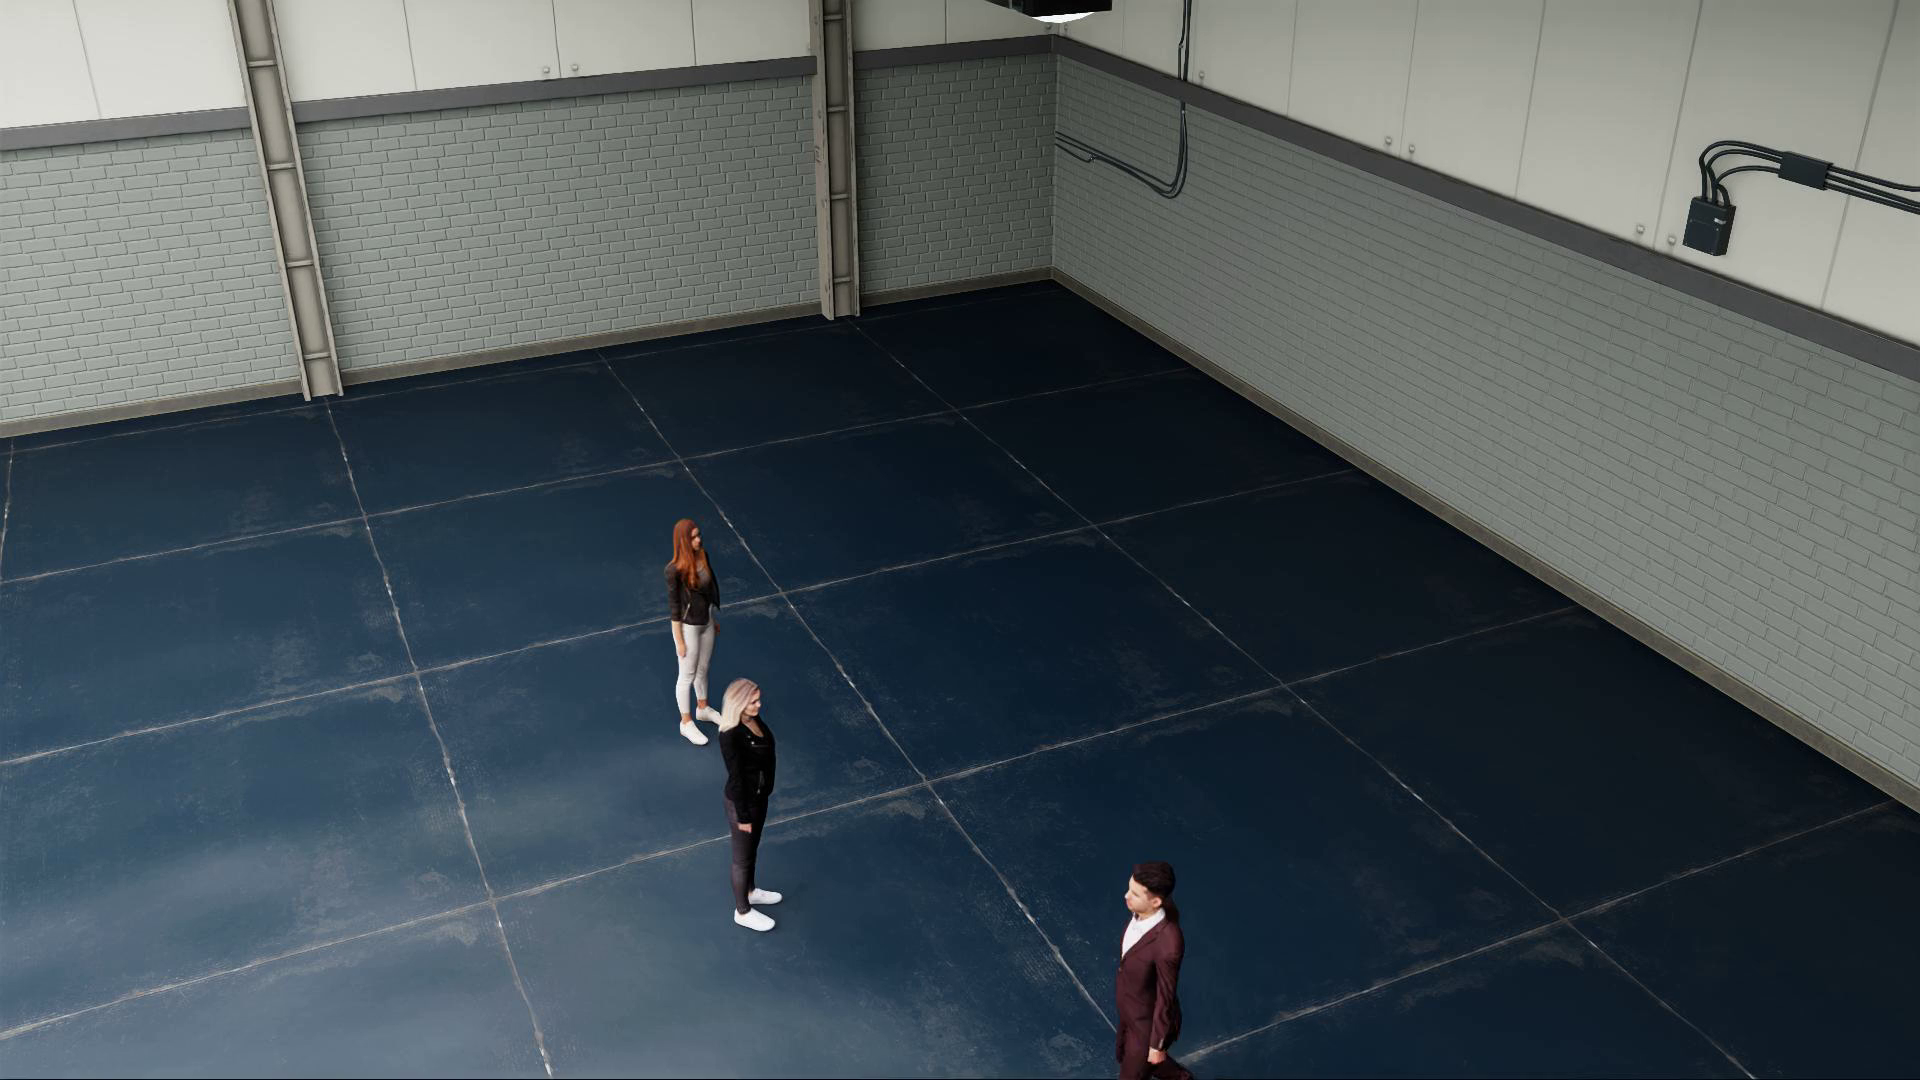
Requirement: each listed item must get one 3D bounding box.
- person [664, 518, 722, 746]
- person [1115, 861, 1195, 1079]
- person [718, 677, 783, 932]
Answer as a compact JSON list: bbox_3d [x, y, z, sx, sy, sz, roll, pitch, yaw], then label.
[{"bbox_3d":[-1.898,0.617,11.839,0.742,1.704,0.653,14,30,25],"label":"person"},{"bbox_3d":[1.009,2.344,8.322,1.046,1.854,0.879,-2,27,-5],"label":"person"},{"bbox_3d":[-1.294,1.568,10.012,0.707,1.687,0.692,3,27,6],"label":"person"}]
